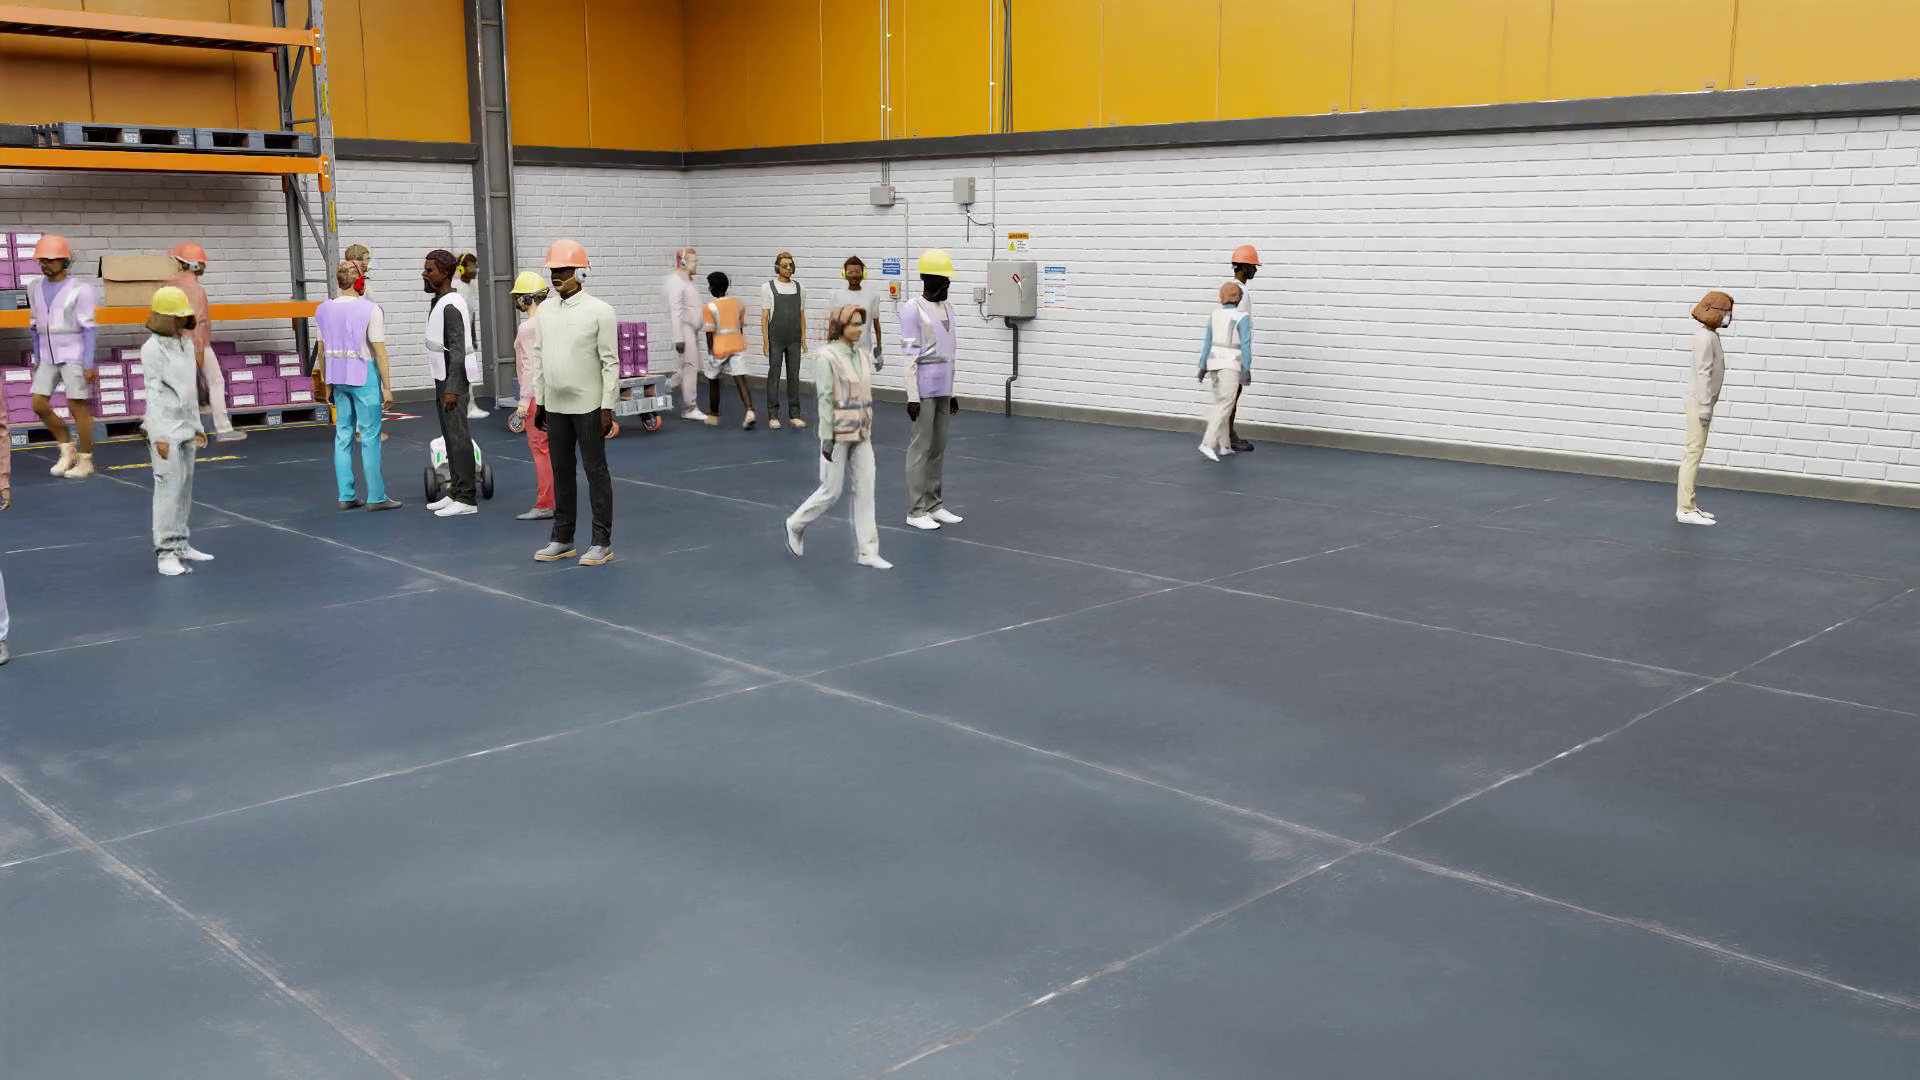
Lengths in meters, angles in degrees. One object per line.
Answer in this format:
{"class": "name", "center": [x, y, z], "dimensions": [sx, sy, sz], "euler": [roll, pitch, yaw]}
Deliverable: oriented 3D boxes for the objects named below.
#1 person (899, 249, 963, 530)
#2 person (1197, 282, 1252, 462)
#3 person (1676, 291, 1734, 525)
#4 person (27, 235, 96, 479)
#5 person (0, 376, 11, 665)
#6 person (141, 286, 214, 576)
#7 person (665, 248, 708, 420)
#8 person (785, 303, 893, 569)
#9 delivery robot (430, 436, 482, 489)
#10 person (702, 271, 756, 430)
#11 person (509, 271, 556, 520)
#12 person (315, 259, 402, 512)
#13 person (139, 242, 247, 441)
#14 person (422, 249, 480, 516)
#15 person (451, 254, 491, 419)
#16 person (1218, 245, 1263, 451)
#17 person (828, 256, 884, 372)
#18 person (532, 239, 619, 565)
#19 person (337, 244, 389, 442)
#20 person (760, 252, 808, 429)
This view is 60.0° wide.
{"class": "person", "center": [-0.185, -1.042, 11.539], "dimensions": [0.373, 1.924, 0.594], "euler": [6, 12, 29]}
{"class": "person", "center": [2.345, -1.530, 15.096], "dimensions": [0.630, 1.607, 0.552], "euler": [-7, 12, -32]}
{"class": "person", "center": [5.251, -0.933, 11.741], "dimensions": [0.279, 1.633, 0.497], "euler": [5, 11, 24]}
{"class": "person", "center": [-7.447, -1.503, 13.786], "dimensions": [0.631, 2.022, 0.468], "euler": [2, 11, 11]}
{"class": "person", "center": [-4.708, -0.265, 7.745], "dimensions": [0.528, 1.765, 0.328], "euler": [-3, 11, -16]}
{"class": "person", "center": [-4.757, -0.662, 10.054], "dimensions": [0.405, 1.714, 0.591], "euler": [0, 10, 1]}
{"class": "person", "center": [-3.070, -2.260, 18.293], "dimensions": [0.581, 1.890, 0.654], "euler": [1, 10, 4]}
{"class": "person", "center": [-0.744, -0.637, 10.164], "dimensions": [0.687, 1.618, 0.521], "euler": [7, 13, 35]}
{"class": "delivery robot", "center": [-3.915, -0.654, 12.906], "dimensions": [0.477, 0.478, 0.707], "euler": [-4, 11, -20]}
{"class": "person", "center": [-2.429, -1.984, 17.404], "dimensions": [0.529, 1.656, 0.894], "euler": [-7, 13, -34]}
{"class": "person", "center": [-3.033, -1.024, 11.881], "dimensions": [0.313, 1.769, 0.525], "euler": [1, 10, 4]}
{"class": "person", "center": [-4.427, -1.121, 12.185], "dimensions": [0.569, 1.844, 0.378], "euler": [3, 11, 18]}
{"class": "person", "center": [-7.510, -1.898, 16.116], "dimensions": [0.607, 1.962, 0.944], "euler": [8, 13, 37]}
{"class": "person", "center": [-3.704, -1.142, 12.096], "dimensions": [0.390, 1.922, 0.591], "euler": [-5, 11, -25]}
{"class": "person", "center": [-5.528, -2.249, 18.453], "dimensions": [0.675, 1.815, 0.509], "euler": [2, 11, 9]}
{"class": "person", "center": [2.641, -1.804, 15.691], "dimensions": [0.388, 1.929, 0.545], "euler": [0, 10, 2]}
{"class": "person", "center": [-1.028, -1.851, 16.244], "dimensions": [0.547, 1.828, 0.988], "euler": [0, 10, 3]}
{"class": "person", "center": [-2.381, -0.840, 10.244], "dimensions": [0.609, 1.996, 0.379], "euler": [5, 11, 24]}
{"class": "person", "center": [-5.937, -1.943, 16.421], "dimensions": [0.372, 1.939, 0.629], "euler": [-6, 12, -31]}
{"class": "person", "center": [-1.834, -2.087, 17.458], "dimensions": [0.508, 1.847, 0.345], "euler": [-6, 12, -28]}
